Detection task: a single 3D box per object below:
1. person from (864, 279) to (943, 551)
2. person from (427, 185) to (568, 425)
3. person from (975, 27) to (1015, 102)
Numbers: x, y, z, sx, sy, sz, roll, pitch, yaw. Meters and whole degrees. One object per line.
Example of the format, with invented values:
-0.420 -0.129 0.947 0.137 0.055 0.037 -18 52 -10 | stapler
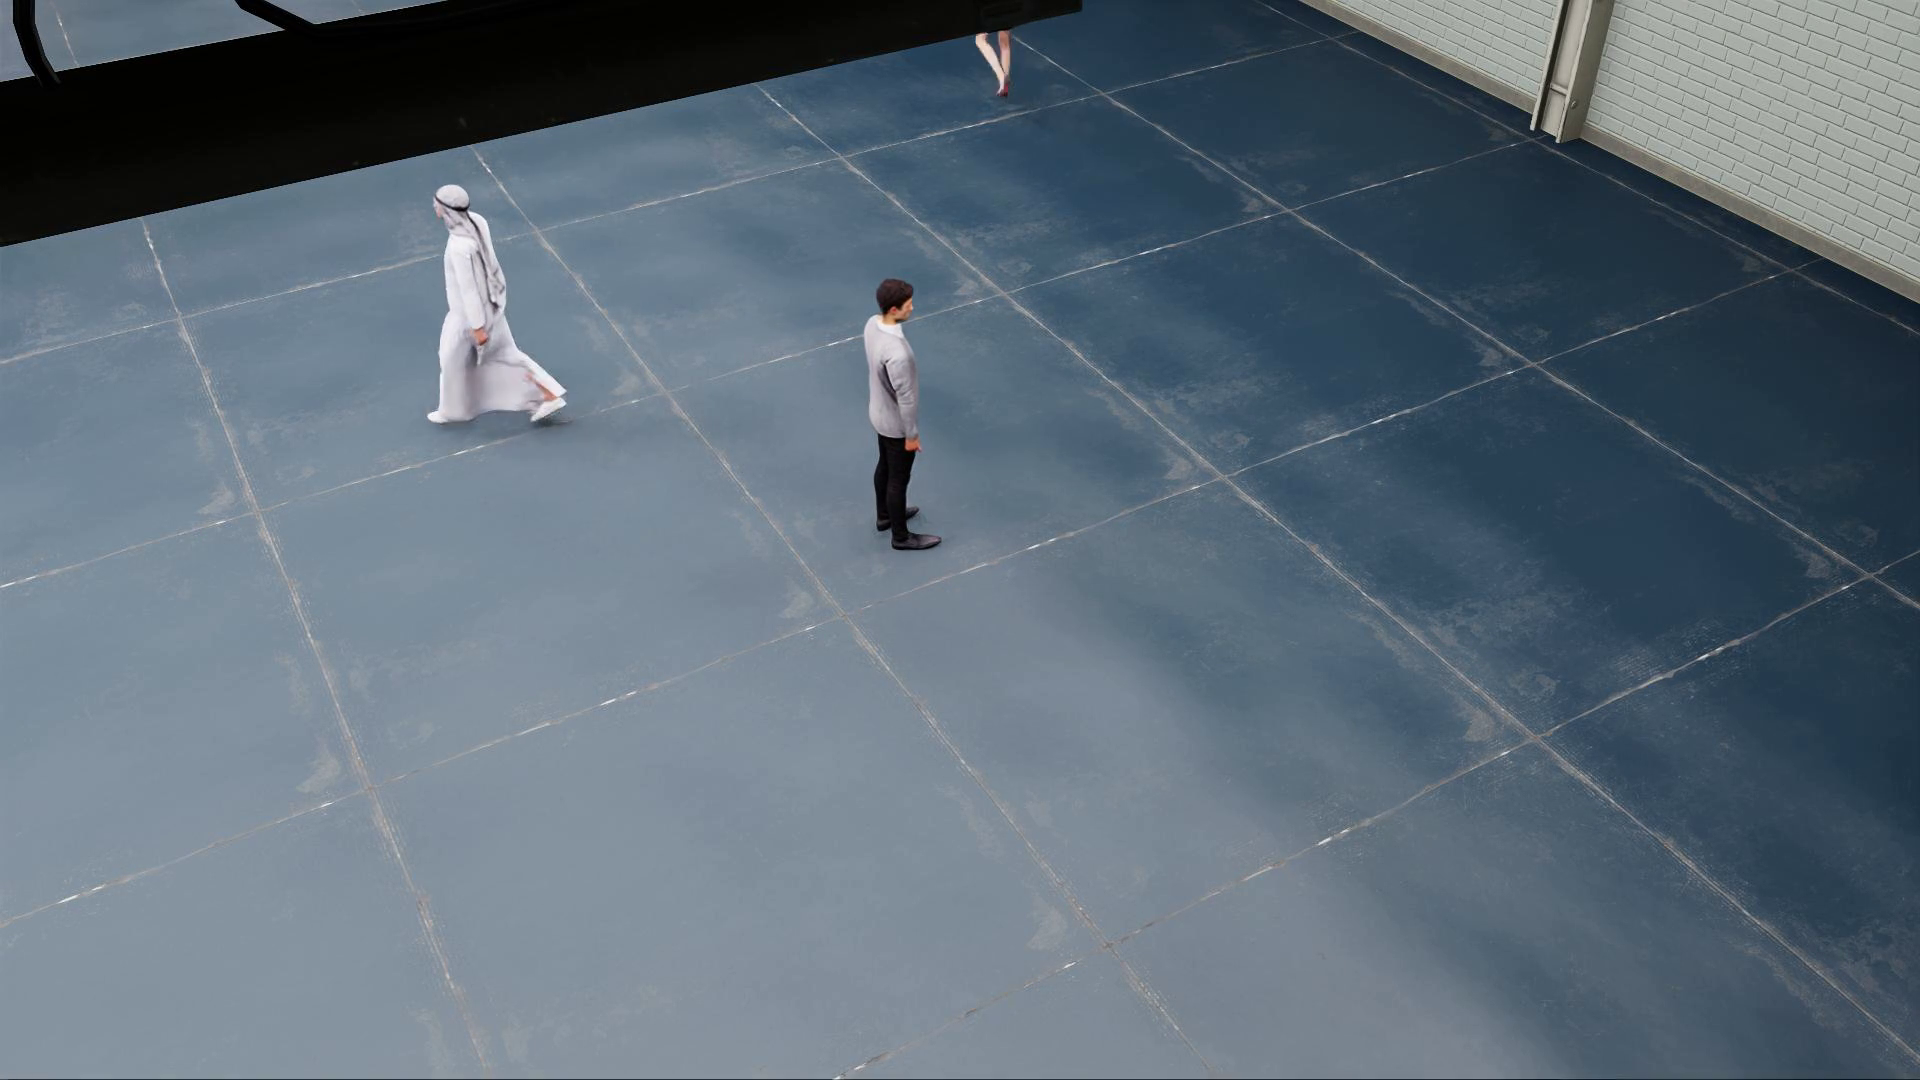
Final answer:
-0.430 -0.801 10.648 0.830 1.921 0.611 -14 40 -17 | person
-3.302 -1.600 11.694 1.190 1.891 1.298 0 38 1 | person
0.449 -5.140 16.303 0.681 1.787 0.731 -29 46 -32 | person
